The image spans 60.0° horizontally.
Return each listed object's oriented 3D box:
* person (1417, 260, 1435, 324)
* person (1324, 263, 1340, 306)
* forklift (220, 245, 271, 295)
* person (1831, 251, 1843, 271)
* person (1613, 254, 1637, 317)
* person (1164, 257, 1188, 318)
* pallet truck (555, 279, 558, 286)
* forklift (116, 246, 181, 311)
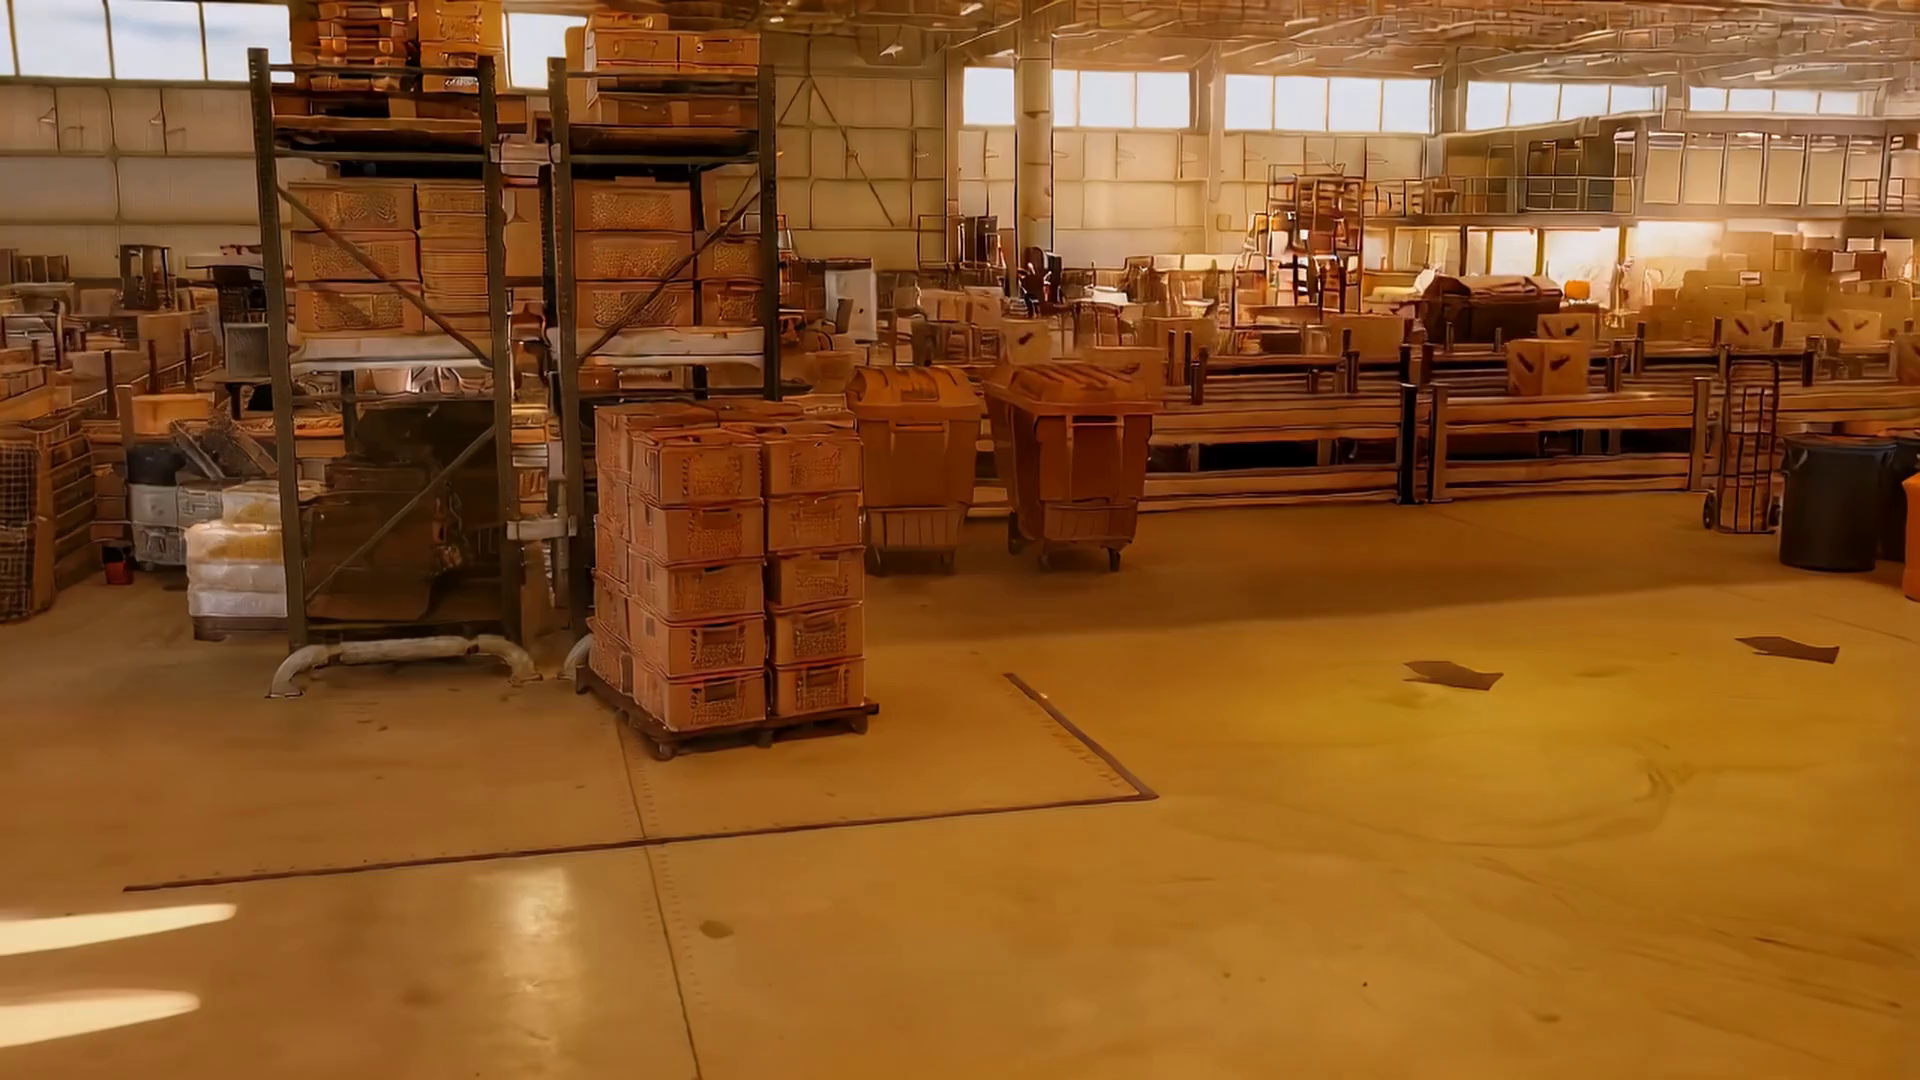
[{"bbox_3d":[12.673,-6.720,45.187,0.524,1.761,0.333,9,14,42],"label":"person"},{"bbox_3d":[11.139,-7.627,50.097,0.591,1.847,0.969,-1,10,-7],"label":"person"},{"bbox_3d":[-17.749,-6.334,41.440,1.157,1.987,2.680,-3,10,-17],"label":"forklift"},{"bbox_3d":[22.979,-6.648,43.973,0.676,2.000,0.536,10,14,44],"label":"person"},{"bbox_3d":[19.912,-7.586,49.733,0.607,1.896,0.860,-5,11,-25],"label":"person"},{"bbox_3d":[5.512,-6.268,42.371,0.552,1.865,0.534,6,12,31],"label":"person"},{"bbox_3d":[-10.604,-6.375,44.520,0.653,1.274,1.630,-3,10,-15],"label":"pallet truck"},{"bbox_3d":[-19.966,-6.232,40.894,1.157,1.987,2.680,-3,10,-15],"label":"forklift"}]
